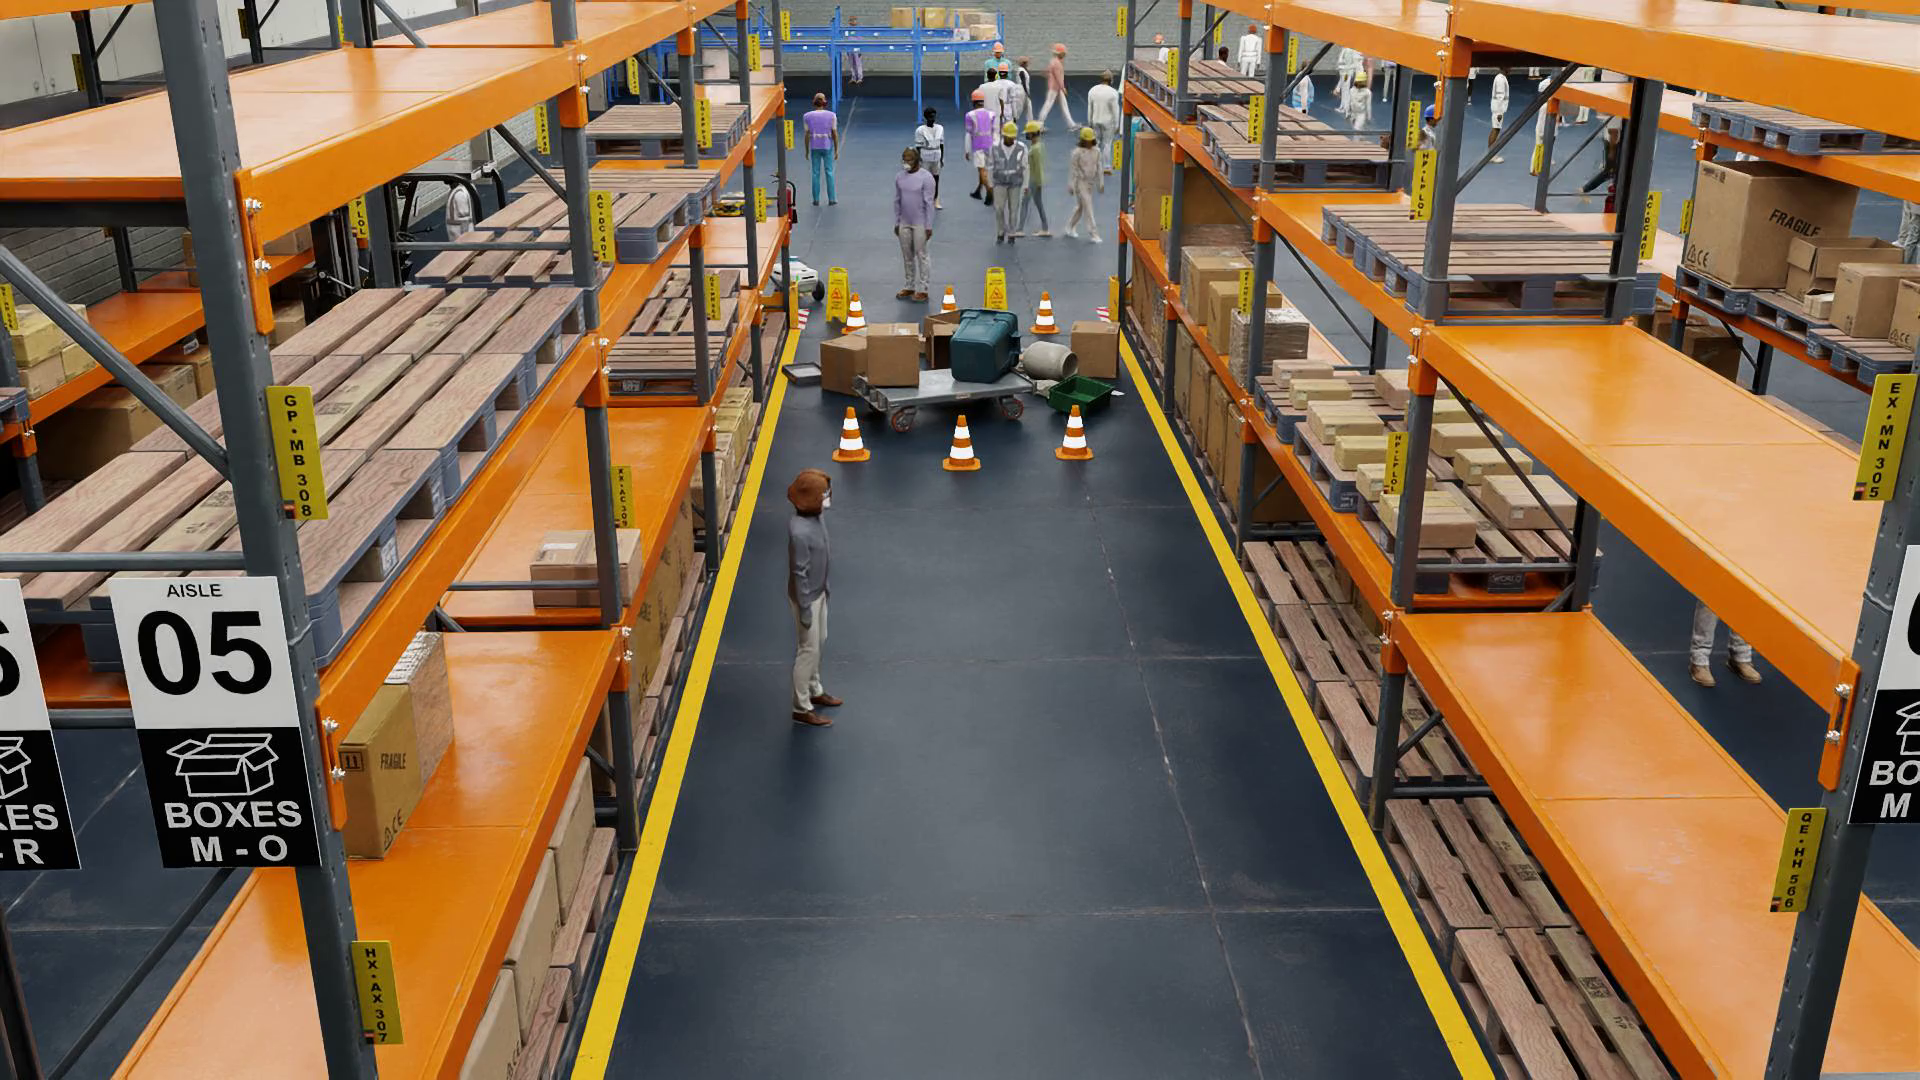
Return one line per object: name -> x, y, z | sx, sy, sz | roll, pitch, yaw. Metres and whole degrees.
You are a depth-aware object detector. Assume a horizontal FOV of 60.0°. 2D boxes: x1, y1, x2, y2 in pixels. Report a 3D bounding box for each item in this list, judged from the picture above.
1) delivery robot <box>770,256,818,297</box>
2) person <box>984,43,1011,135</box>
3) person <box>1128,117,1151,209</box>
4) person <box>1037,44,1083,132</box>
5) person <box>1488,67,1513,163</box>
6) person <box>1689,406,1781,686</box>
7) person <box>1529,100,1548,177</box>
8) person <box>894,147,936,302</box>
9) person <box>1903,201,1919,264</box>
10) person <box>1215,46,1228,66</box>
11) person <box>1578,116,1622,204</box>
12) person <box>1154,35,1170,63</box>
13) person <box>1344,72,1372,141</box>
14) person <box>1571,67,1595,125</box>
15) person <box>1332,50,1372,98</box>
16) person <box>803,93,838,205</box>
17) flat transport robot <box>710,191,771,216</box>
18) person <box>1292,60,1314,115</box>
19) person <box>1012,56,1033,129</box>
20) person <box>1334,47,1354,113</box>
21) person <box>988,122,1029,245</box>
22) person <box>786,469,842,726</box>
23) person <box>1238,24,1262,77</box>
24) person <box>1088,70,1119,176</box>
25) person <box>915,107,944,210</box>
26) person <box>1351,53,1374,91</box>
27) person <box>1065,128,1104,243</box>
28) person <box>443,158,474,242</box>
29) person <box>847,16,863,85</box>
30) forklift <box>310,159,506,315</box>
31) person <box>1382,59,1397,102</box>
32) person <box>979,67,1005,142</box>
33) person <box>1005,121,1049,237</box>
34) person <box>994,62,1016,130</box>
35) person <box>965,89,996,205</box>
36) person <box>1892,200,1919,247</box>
delivery robot -> -2.125, -3.375, 21.212 | 0.477, 0.478, 0.707 | -15, 25, -34
person -> 0.840, -9.942, 36.697 | 0.612, 1.994, 0.395 | -4, 21, -10
person -> 2.961, -6.448, 27.668 | 0.345, 1.847, 0.506 | -9, 23, -23
person -> 2.192, -10.086, 37.164 | 1.084, 1.933, 0.602 | 4, 21, 11
person -> 10.642, -8.462, 32.720 | 0.386, 2.039, 0.616 | 5, 21, 13
person -> 4.977, 0.037, 10.534 | 0.627, 1.844, 0.429 | -3, 21, -8
person -> 10.910, -7.629, 31.102 | 0.287, 1.627, 0.497 | 10, 23, 24
person -> -0.599, -4.005, 21.102 | 0.627, 1.930, 0.401 | 16, 26, 36
person -> 12.800, -4.342, 21.960 | 0.404, 1.945, 0.615 | -4, 21, -11
person -> 5.715, -9.925, 36.778 | 0.398, 1.908, 0.598 | -5, 21, -12
person -> 10.911, -6.571, 27.723 | 0.886, 2.000, 0.688 | 17, 26, 37
person -> 5.058, -11.984, 42.429 | 0.573, 1.749, 0.332 | 11, 23, 27
person -> 8.013, -8.497, 33.269 | 0.771, 1.709, 0.478 | -18, 27, -39
person -> 14.521, -10.491, 38.667 | 0.507, 1.623, 0.293 | -15, 25, -34
person -> 10.420, -12.615, 43.998 | 1.009, 1.839, 0.559 | -2, 21, -7
person -> -2.331, -6.554, 27.945 | 0.563, 1.847, 0.388 | 0, 21, 0
flat transport robot -> -3.746, -5.590, 27.592 | 0.652, 0.197, 1.431 | 7, 22, 19
person -> 7.077, -8.958, 34.327 | 0.431, 1.833, 0.625 | 1, 21, 4
person -> 1.436, -10.156, 37.786 | 0.647, 1.616, 0.525 | 5, 21, 14
person -> 9.450, -11.490, 40.873 | 0.427, 1.938, 0.604 | 0, 21, -1
person -> 0.717, -5.265, 24.602 | 0.608, 1.804, 0.566 | 1, 21, 3
person -> -0.897, 0.339, 10.039 | 0.278, 1.621, 0.511 | 3, 21, 8
person -> 7.774, -12.878, 44.646 | 0.604, 1.858, 0.466 | 3, 21, 8
person -> 2.682, -7.780, 31.067 | 0.637, 1.938, 0.364 | 15, 25, 34
person -> -0.498, -6.290, 27.470 | 0.531, 1.689, 0.322 | -12, 24, -29
person -> 11.205, -13.382, 45.959 | 0.659, 1.873, 0.783 | -4, 21, -11
person -> 1.875, -5.356, 25.012 | 0.503, 1.690, 0.875 | -14, 25, -33
person -> -6.066, -3.645, 20.131 | 0.358, 1.937, 0.549 | -9, 22, -22
person -> -3.039, -14.024, 47.623 | 0.401, 1.899, 0.645 | -18, 27, -39
forklift -> -5.622, -2.910, 17.832 | 2.313, 2.155, 1.214 | -1, 21, -1
person -> 11.272, -12.383, 43.263 | 0.582, 1.919, 0.394 | 6, 21, 15
person -> 0.618, -8.242, 32.375 | 0.518, 1.874, 0.330 | 3, 21, 9
person -> 1.012, -5.443, 25.162 | 0.790, 1.737, 0.537 | 0, 21, 0
person -> 0.845, -8.375, 32.651 | 0.543, 1.929, 0.387 | 7, 22, 18
person -> 0.395, -6.667, 28.219 | 0.559, 1.884, 1.030 | -10, 23, -25
person -> 14.108, -5.185, 24.487 | 0.486, 1.738, 0.320 | 1, 21, 2
